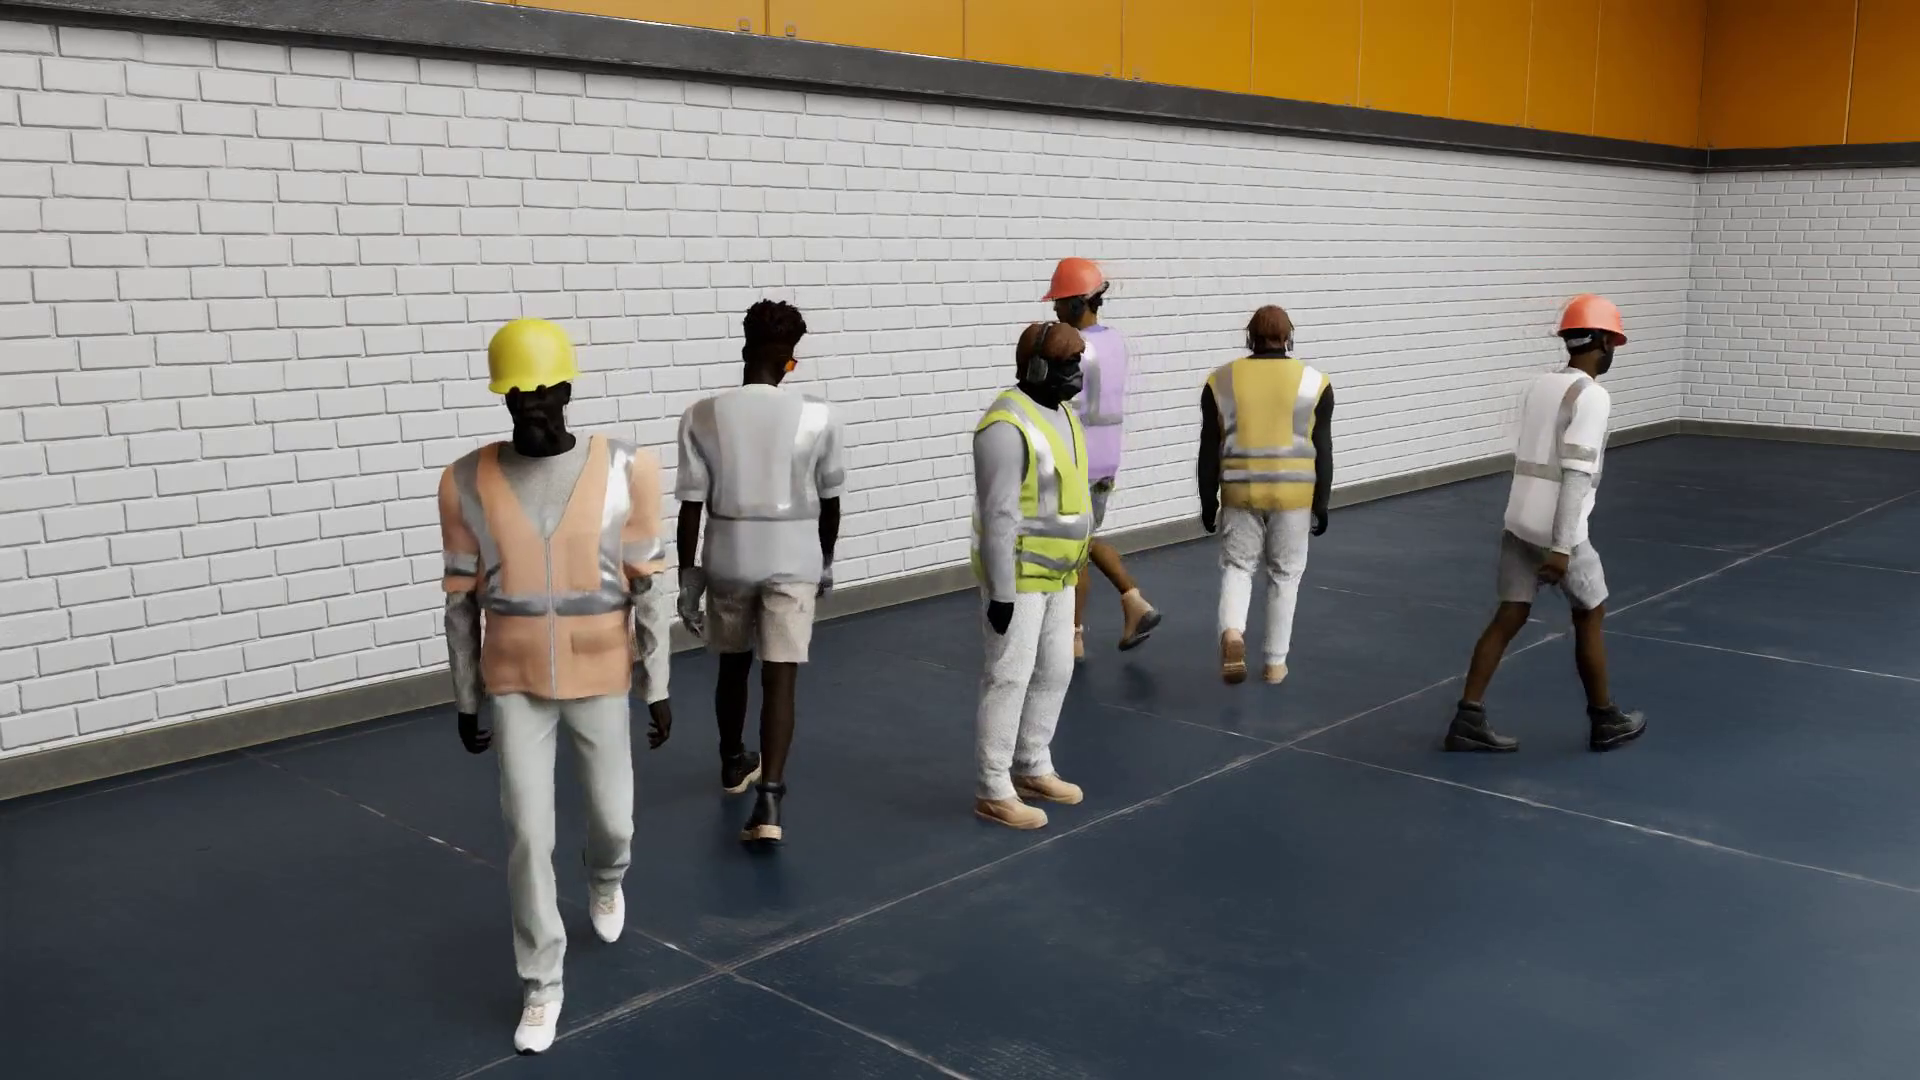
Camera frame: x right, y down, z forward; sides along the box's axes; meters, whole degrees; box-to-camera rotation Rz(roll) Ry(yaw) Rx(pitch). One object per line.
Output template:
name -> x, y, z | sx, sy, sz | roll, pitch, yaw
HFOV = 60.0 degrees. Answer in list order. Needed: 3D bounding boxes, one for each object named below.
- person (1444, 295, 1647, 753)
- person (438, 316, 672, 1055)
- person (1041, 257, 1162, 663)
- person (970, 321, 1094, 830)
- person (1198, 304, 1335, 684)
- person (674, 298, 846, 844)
person -> 2.455, -0.050, 6.797 | 0.970, 1.875, 0.572 | -2, 10, -13
person -> -1.079, 0.347, 4.498 | 0.602, 1.905, 0.700 | -2, 10, -9
person -> 0.640, -0.371, 8.215 | 0.592, 2.030, 0.638 | 6, 12, 32
person -> 0.264, 0.125, 5.998 | 0.432, 1.826, 0.634 | 5, 11, 26
person -> 1.423, -0.187, 7.784 | 0.625, 1.819, 0.644 | 3, 10, 15
person -> -0.712, 0.097, 5.953 | 0.595, 1.914, 0.978 | 0, 10, 2
